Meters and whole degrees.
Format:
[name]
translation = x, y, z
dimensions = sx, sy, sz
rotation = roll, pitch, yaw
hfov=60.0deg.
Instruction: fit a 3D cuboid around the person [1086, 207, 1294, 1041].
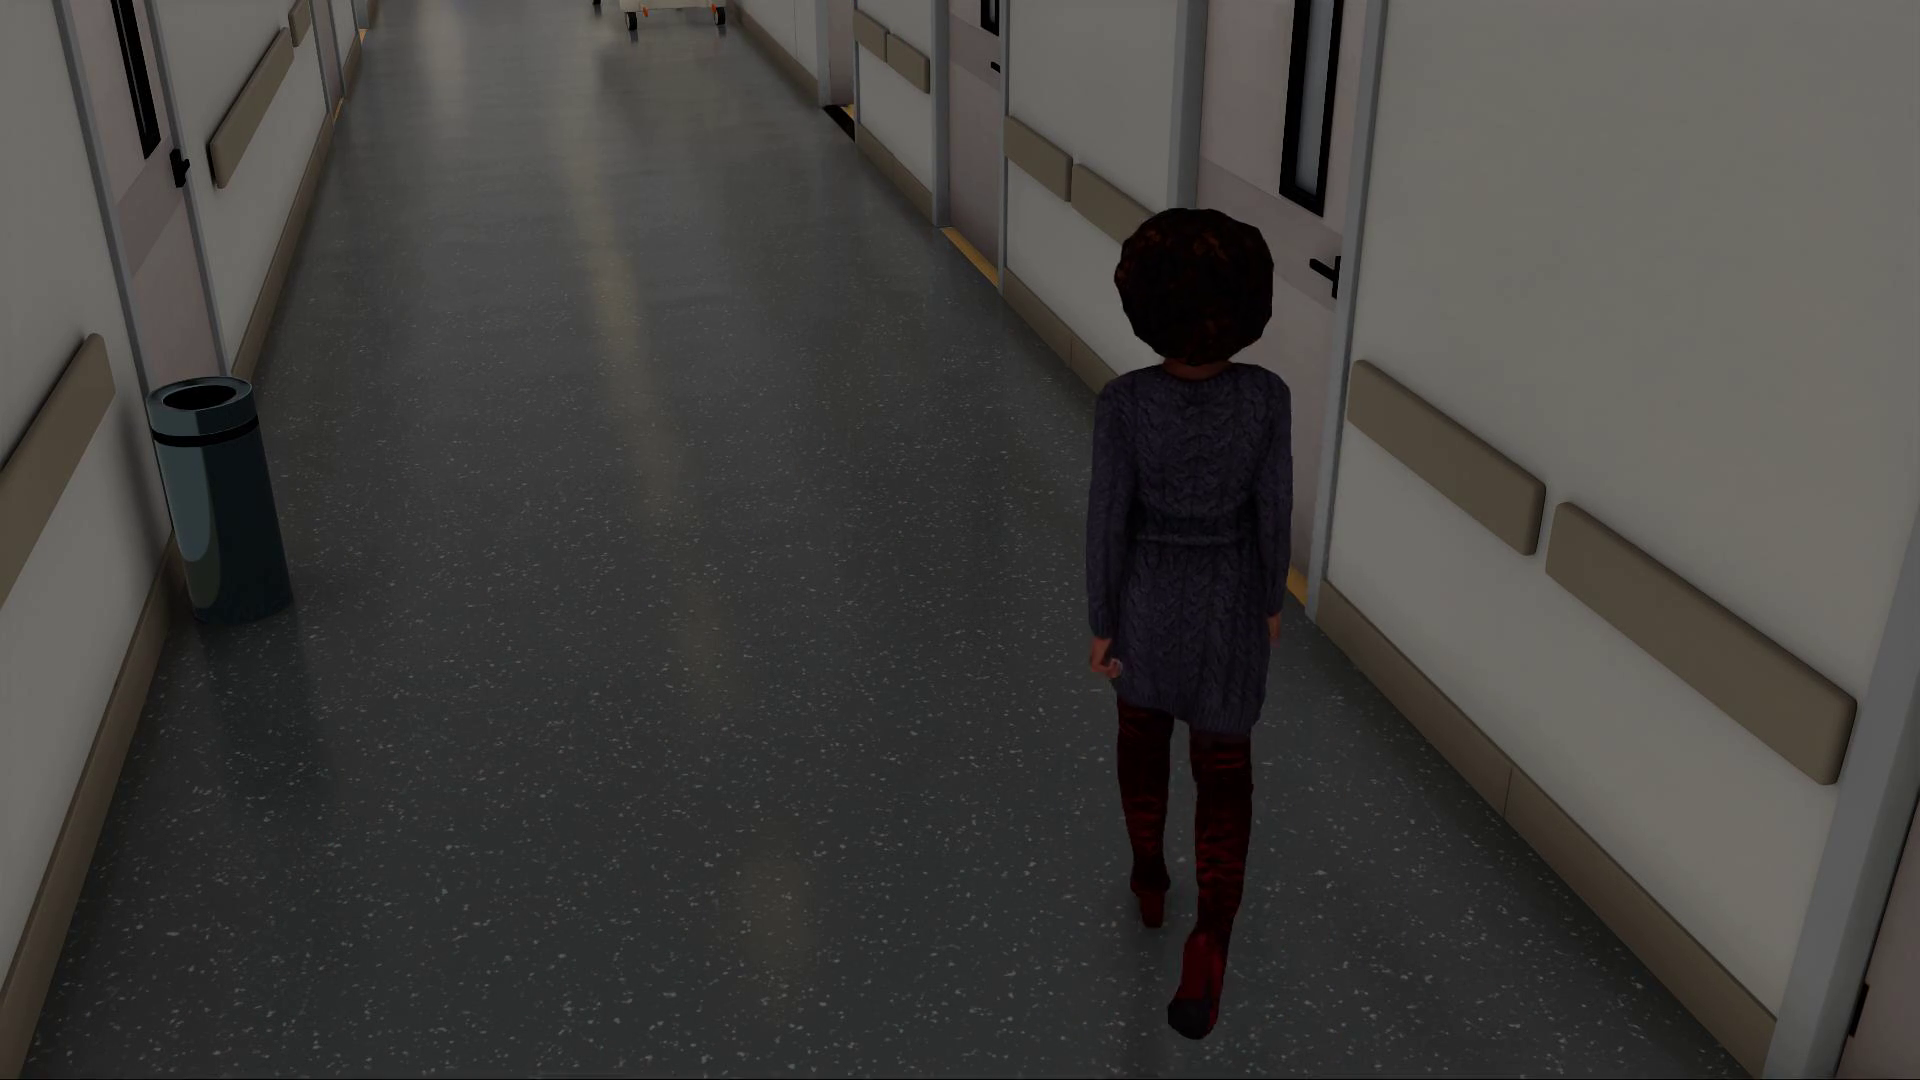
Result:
[person]
translation = 0.469, 0.214, 3.353
dimensions = 1.047, 1.688, 0.873
rotation = 2, 26, 4
